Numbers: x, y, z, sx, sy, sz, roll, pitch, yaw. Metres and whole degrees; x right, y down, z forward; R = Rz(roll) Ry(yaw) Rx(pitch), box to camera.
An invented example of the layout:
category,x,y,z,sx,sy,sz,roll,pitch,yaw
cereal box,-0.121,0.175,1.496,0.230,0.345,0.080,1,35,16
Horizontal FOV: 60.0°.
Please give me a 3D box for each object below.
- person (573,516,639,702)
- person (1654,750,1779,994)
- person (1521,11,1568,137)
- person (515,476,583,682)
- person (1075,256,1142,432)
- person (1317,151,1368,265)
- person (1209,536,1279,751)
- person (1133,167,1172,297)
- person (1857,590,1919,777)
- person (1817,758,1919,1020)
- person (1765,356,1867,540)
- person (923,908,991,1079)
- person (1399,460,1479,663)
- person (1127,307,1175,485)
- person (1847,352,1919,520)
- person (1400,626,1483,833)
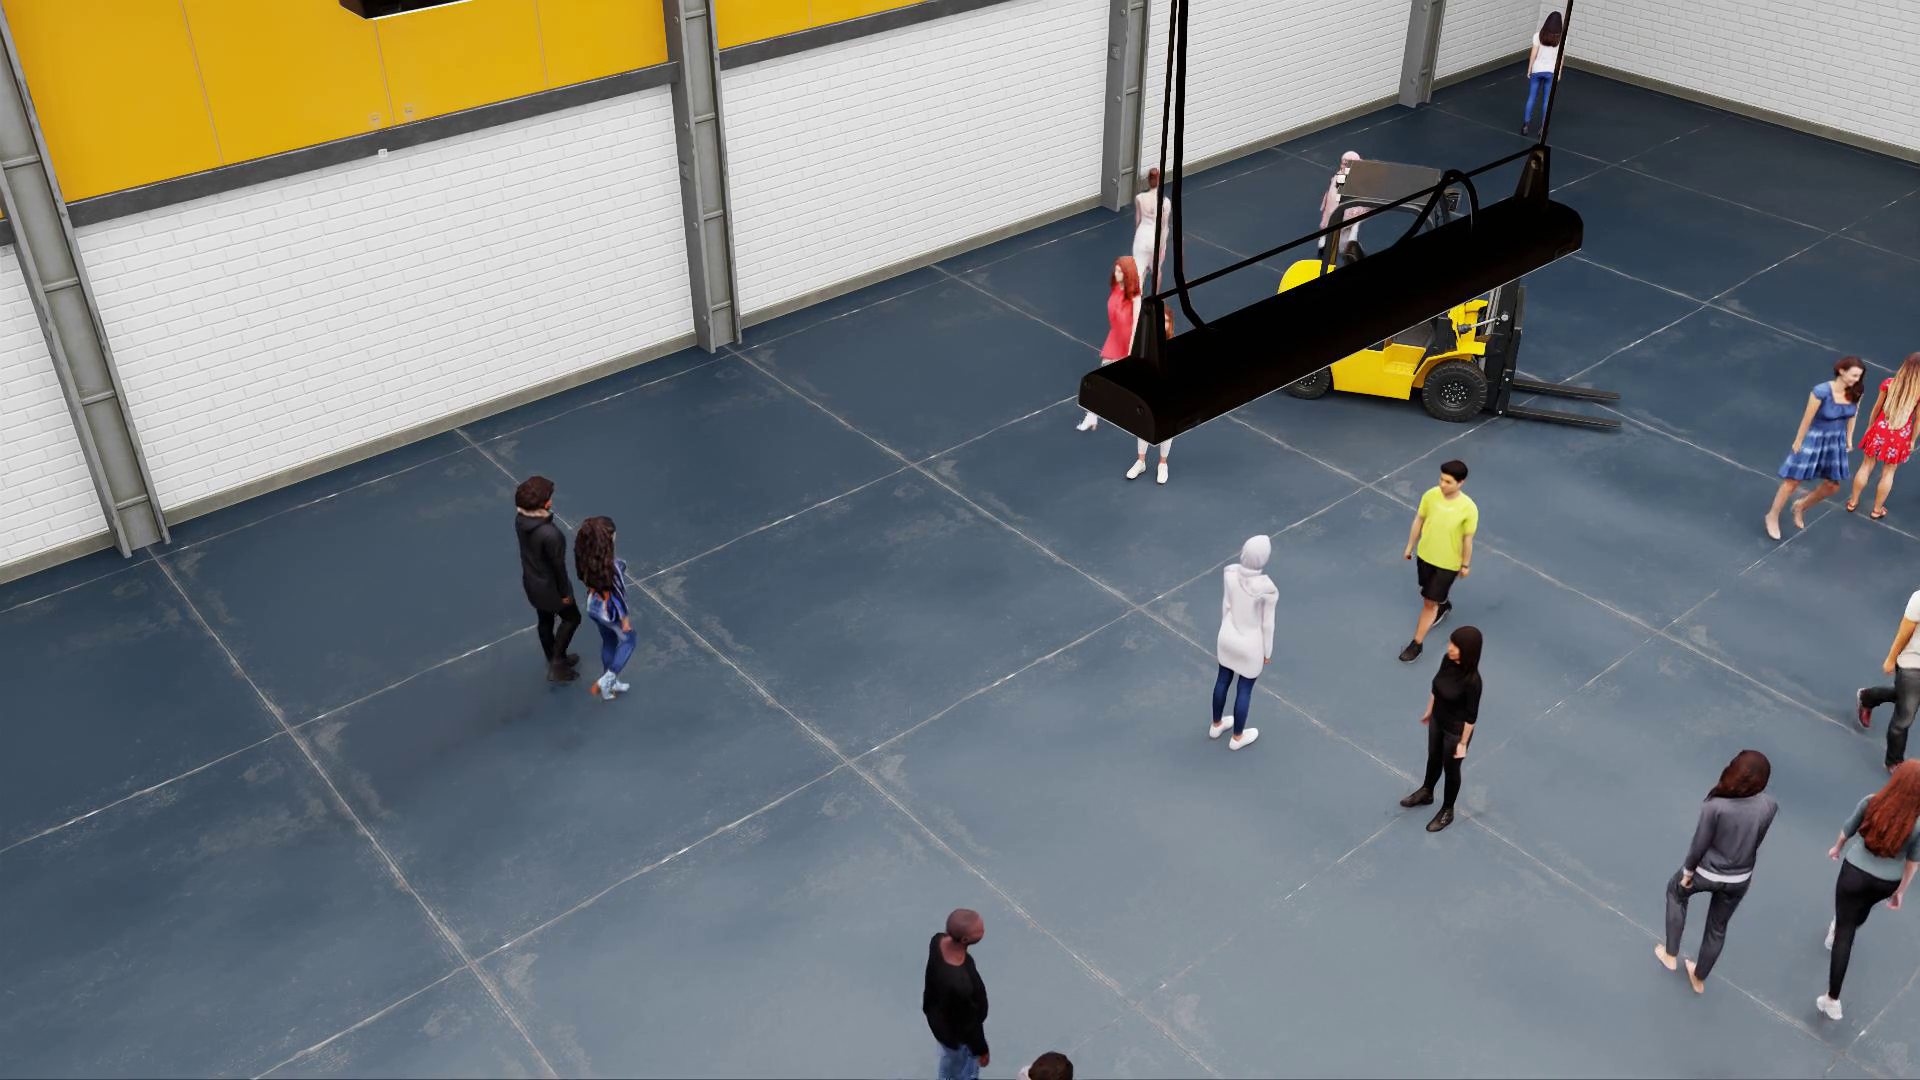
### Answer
category,x,y,z,sx,sy,sz,roll,pitch,yaw
person,-2.655,0.561,12.330,0.718,1.616,0.746,23,40,30
person,4.583,2.049,9.969,0.761,1.753,0.821,3,34,5
person,7.955,-6.338,22.648,0.674,1.685,0.669,14,36,20
person,-3.150,0.355,12.504,0.714,1.768,0.745,22,40,30
person,1.654,-1.864,15.842,1.159,1.768,0.651,-23,40,-30
person,4.204,-3.347,18.085,1.168,1.756,0.655,-23,40,-30
person,2.019,0.730,11.933,0.627,1.775,0.562,27,42,35
person,1.966,-3.055,17.667,0.944,1.732,1.156,11,35,16
person,6.774,0.815,11.801,1.125,1.780,1.061,-5,34,-8
person,5.421,2.094,9.950,0.899,1.699,1.264,17,37,23
person,7.320,-0.803,14.228,0.810,1.787,0.887,-3,34,-5
person,-0.107,2.669,9.054,0.818,1.734,0.738,-11,35,-15
person,3.789,0.084,12.999,1.111,1.670,0.696,-28,43,-35
person,1.790,-1.337,15.097,0.686,1.715,0.704,12,35,17
person,8.155,-0.928,14.592,0.604,1.592,0.584,26,41,33
person,3.335,1.249,11.273,0.610,1.642,0.639,-12,35,-17
